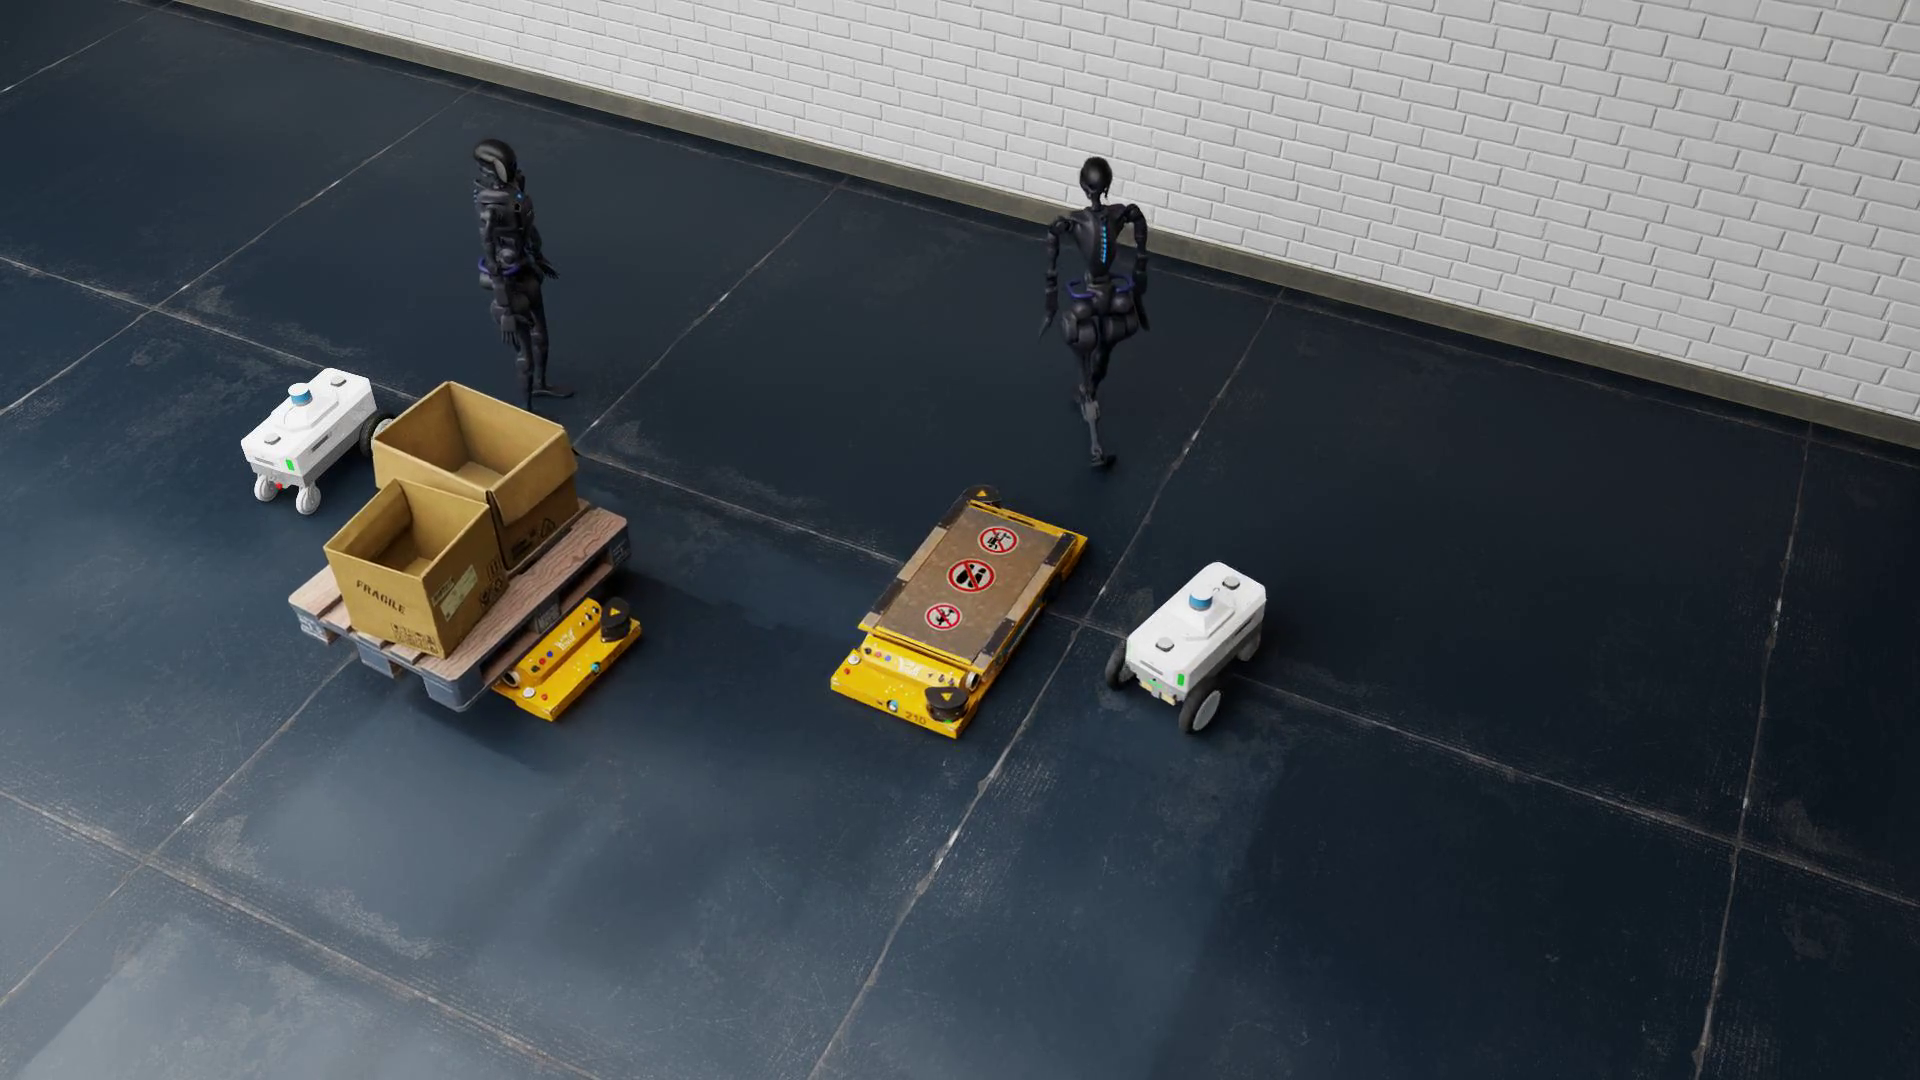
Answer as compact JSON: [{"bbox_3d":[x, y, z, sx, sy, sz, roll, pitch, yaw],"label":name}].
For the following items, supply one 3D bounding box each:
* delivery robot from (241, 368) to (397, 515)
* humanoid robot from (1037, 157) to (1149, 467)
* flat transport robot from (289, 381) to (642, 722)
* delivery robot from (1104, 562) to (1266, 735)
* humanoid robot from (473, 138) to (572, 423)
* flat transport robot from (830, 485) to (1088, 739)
[{"bbox_3d":[-3.347,-0.560,8.655,0.499,0.603,0.794,16,45,17],"label":"delivery robot"},{"bbox_3d":[0.711,-1.155,8.508,0.602,1.639,0.733,-10,44,-10],"label":"humanoid robot"},{"bbox_3d":[-2.281,0.326,7.904,1.431,0.231,0.659,22,47,22],"label":"flat transport robot"},{"bbox_3d":[1.054,0.465,7.556,0.499,0.613,0.807,31,51,29],"label":"delivery robot"},{"bbox_3d":[-2.303,-1.353,8.676,0.305,1.651,0.615,5,43,6],"label":"humanoid robot"},{"bbox_3d":[0.023,0.303,7.928,0.659,0.231,1.431,19,46,20],"label":"flat transport robot"}]
